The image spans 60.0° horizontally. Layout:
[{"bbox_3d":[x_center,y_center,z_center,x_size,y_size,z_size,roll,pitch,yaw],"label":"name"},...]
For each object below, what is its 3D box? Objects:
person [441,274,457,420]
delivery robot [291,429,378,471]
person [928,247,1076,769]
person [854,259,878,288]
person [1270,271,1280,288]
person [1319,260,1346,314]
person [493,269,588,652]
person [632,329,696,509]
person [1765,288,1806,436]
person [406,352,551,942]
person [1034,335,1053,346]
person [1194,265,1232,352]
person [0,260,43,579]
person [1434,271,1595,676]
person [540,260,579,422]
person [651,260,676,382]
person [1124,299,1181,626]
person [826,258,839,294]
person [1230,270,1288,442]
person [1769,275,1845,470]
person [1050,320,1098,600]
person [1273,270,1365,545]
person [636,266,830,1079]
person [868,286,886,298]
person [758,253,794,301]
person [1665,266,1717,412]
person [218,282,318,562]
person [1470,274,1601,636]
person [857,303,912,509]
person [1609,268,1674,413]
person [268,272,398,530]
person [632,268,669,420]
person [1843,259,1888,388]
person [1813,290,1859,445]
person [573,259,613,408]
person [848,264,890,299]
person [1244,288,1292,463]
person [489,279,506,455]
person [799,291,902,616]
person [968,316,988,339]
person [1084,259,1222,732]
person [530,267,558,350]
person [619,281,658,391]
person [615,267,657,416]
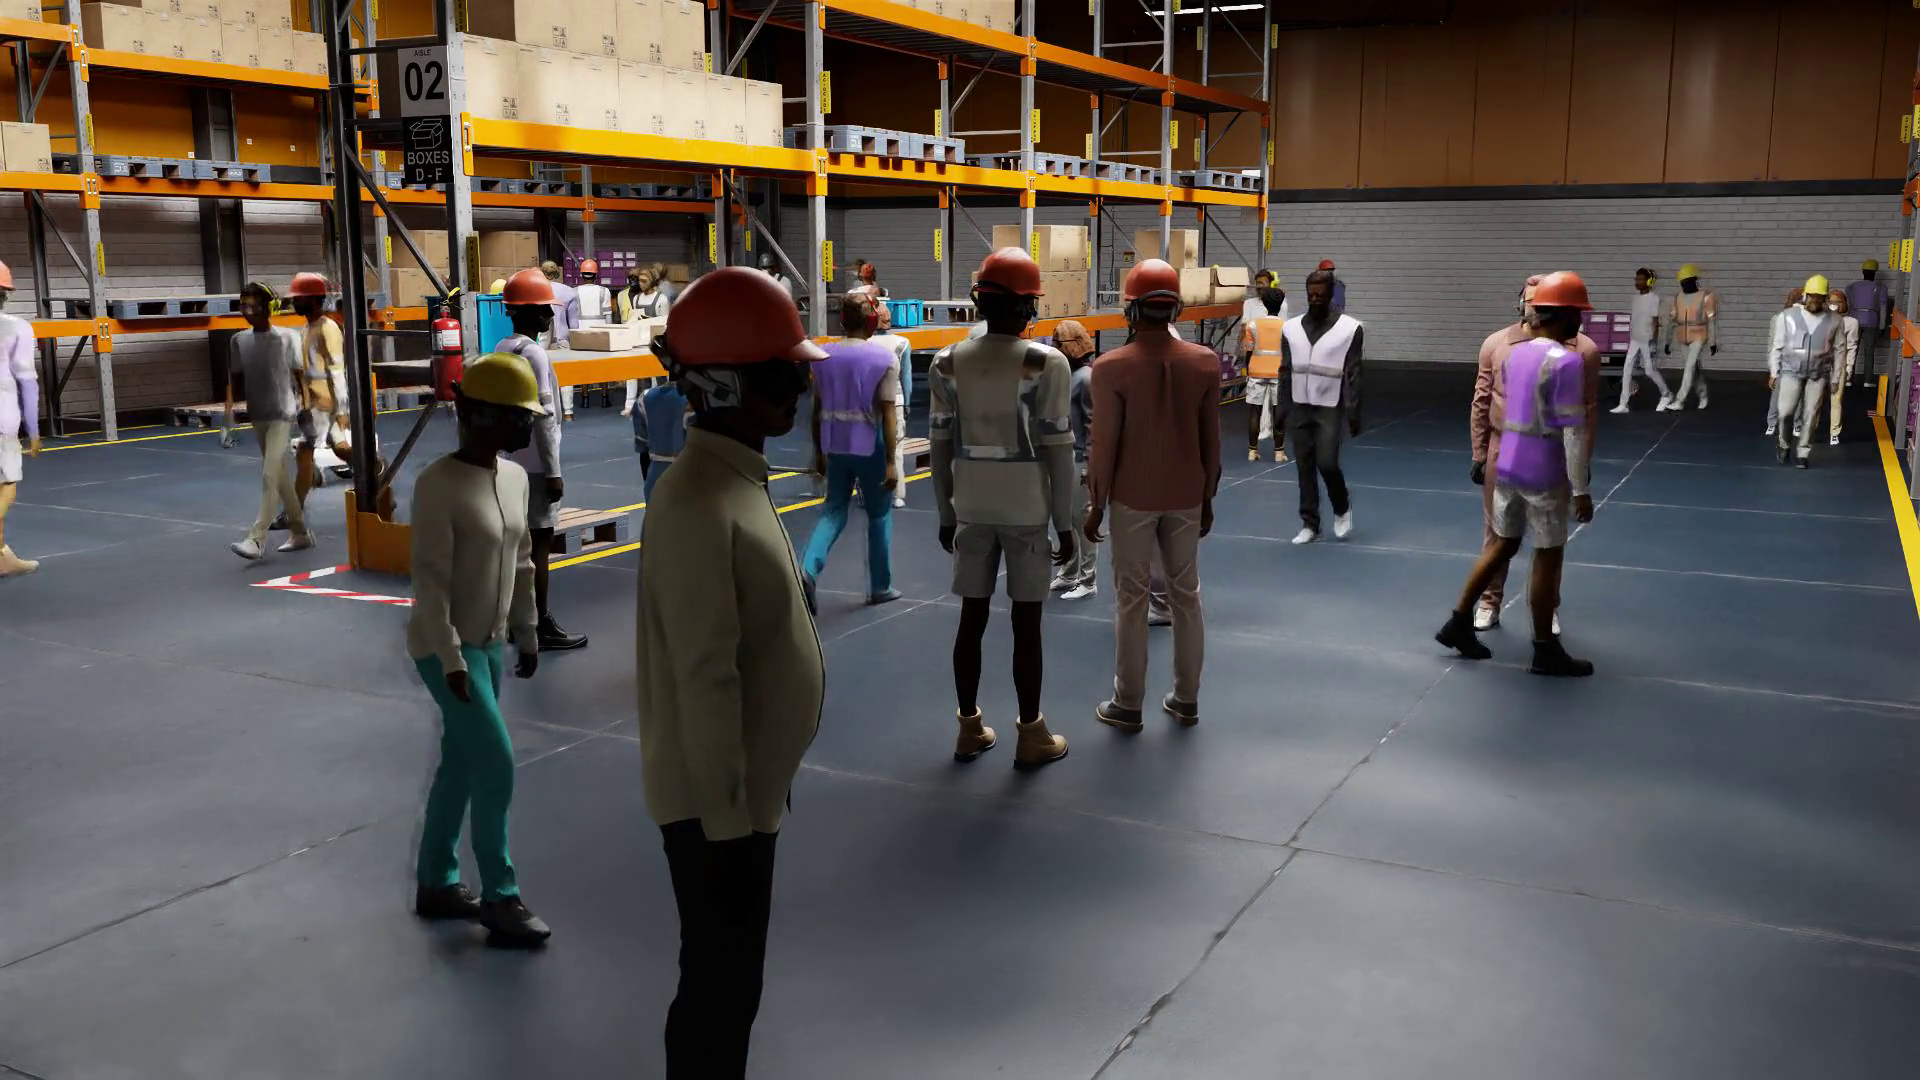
[{"bbox_3d":[-4.452,-1.442,14.810,0.430,1.841,0.624,-1,10,-8],"label":"person"},{"bbox_3d":[-5.481,-0.809,14.582,0.477,0.478,0.707,7,12,35],"label":"delivery robot"},{"bbox_3d":[0.178,-0.118,6.553,0.610,2.043,0.375,5,11,25],"label":"person"},{"bbox_3d":[-1.519,-3.588,27.010,0.826,1.918,0.673,-5,11,-26],"label":"person"},{"bbox_3d":[4.813,-3.219,25.378,0.797,1.738,0.543,3,10,19],"label":"person"},{"bbox_3d":[5.914,-3.460,26.288,0.727,1.908,0.575,-5,11,-28],"label":"person"},{"bbox_3d":[-2.171,-0.401,8.494,0.355,1.938,0.545,-7,12,-37],"label":"person"},{"bbox_3d":[-1.300,-0.173,7.871,0.533,1.697,0.318,6,11,30],"label":"person"},{"bbox_3d":[9.207,-1.962,18.414,0.507,1.630,0.268,4,10,21],"label":"person"},{"bbox_3d":[-1.394,0.317,4.919,0.662,1.727,0.548,3,10,15],"label":"person"},{"bbox_3d":[1.250,-2.976,23.549,0.653,1.893,0.536,4,10,20],"label":"person"},{"bbox_3d":[3.937,-3.353,25.876,0.600,1.833,0.404,0,10,0],"label":"person"},{"bbox_3d":[-5.935,-0.700,10.032,0.611,2.013,0.834,1,10,6],"label":"person"},{"bbox_3d":[2.736,-0.306,7.952,0.564,1.938,0.704,-2,10,-14],"label":"person"},{"bbox_3d":[-4.875,-2.370,19.891,0.635,1.937,0.352,-4,11,-21],"label":"person"},{"bbox_3d":[-4.001,-2.780,22.313,0.436,1.920,0.649,-2,10,-13],"label":"person"},{"bbox_3d":[1.014,-0.486,9.078,0.402,1.906,0.652,1,10,8],"label":"person"},{"bbox_3d":[-1.738,-2.653,21.364,0.387,1.992,0.626,-3,10,-18],"label":"person"},{"bbox_3d":[3.191,-1.975,17.904,0.534,1.833,0.881,7,12,36],"label":"person"},{"bbox_3d":[7.925,-1.565,15.567,0.625,1.818,0.416,4,10,21],"label":"person"},{"bbox_3d":[0.652,-0.467,9.755,0.264,1.632,0.507,-4,11,-22],"label":"person"},{"bbox_3d":[2.486,-0.910,11.533,0.602,1.902,0.444,8,13,38],"label":"person"},{"bbox_3d":[-0.431,0.479,3.232,0.379,1.996,0.609,-1,10,-4],"label":"person"},{"bbox_3d":[-1.019,-2.301,20.435,0.532,1.604,0.763,5,11,27],"label":"person"},{"bbox_3d":[-2.858,-3.295,24.954,0.687,2.000,0.535,4,11,22],"label":"person"},{"bbox_3d":[9.435,-2.596,21.434,1.011,1.864,0.608,-7,12,-35],"label":"person"},{"bbox_3d":[-4.624,-0.773,10.965,0.565,1.818,0.951,3,10,15],"label":"person"},{"bbox_3d":[3.026,-0.443,8.825,0.636,1.911,0.405,4,11,22],"label":"person"},{"bbox_3d":[-0.634,-1.054,13.165,0.516,1.633,0.313,-1,10,-3],"label":"person"},{"bbox_3d":[8.697,-2.521,21.058,0.897,1.842,0.524,-4,11,-22],"label":"person"},{"bbox_3d":[-4.708,-1.043,12.361,0.995,1.890,0.555,-7,12,-34],"label":"person"},{"bbox_3d":[-3.722,-2.343,20.005,0.515,1.843,0.326,5,11,26],"label":"person"},{"bbox_3d":[13.602,-3.248,25.008,0.594,1.926,0.366,8,13,40],"label":"person"},{"bbox_3d":[9.193,-1.821,17.592,0.499,1.634,0.288,8,12,37],"label":"person"},{"bbox_3d":[-4.802,-2.679,21.682,0.544,1.939,0.354,-2,10,-11],"label":"person"},{"bbox_3d":[-1.176,-2.593,21.346,0.574,1.883,0.356,-3,10,-19],"label":"person"},{"bbox_3d":[2.998,-1.584,16.066,0.530,1.689,0.321,4,10,20],"label":"person"},{"bbox_3d":[-4.366,-1.611,15.991,0.530,1.772,0.300,-5,11,-26],"label":"person"},{"bbox_3d":[-0.618,-0.482,9.335,0.571,1.817,0.847,5,11,27],"label":"person"},{"bbox_3d":[0.251,-1.439,15.212,0.492,1.691,0.835,5,11,25],"label":"person"},{"bbox_3d":[0.814,-0.183,7.060,0.609,1.996,0.379,-3,10,-19],"label":"person"},{"bbox_3d":[-4.057,-1.683,16.077,0.355,1.883,0.573,-3,10,-15],"label":"person"},{"bbox_3d":[-4.578,-3.037,24.172,0.656,1.804,0.746,5,11,27],"label":"person"},{"bbox_3d":[-3.984,-2.448,20.626,0.634,1.841,0.429,2,10,12],"label":"person"}]
